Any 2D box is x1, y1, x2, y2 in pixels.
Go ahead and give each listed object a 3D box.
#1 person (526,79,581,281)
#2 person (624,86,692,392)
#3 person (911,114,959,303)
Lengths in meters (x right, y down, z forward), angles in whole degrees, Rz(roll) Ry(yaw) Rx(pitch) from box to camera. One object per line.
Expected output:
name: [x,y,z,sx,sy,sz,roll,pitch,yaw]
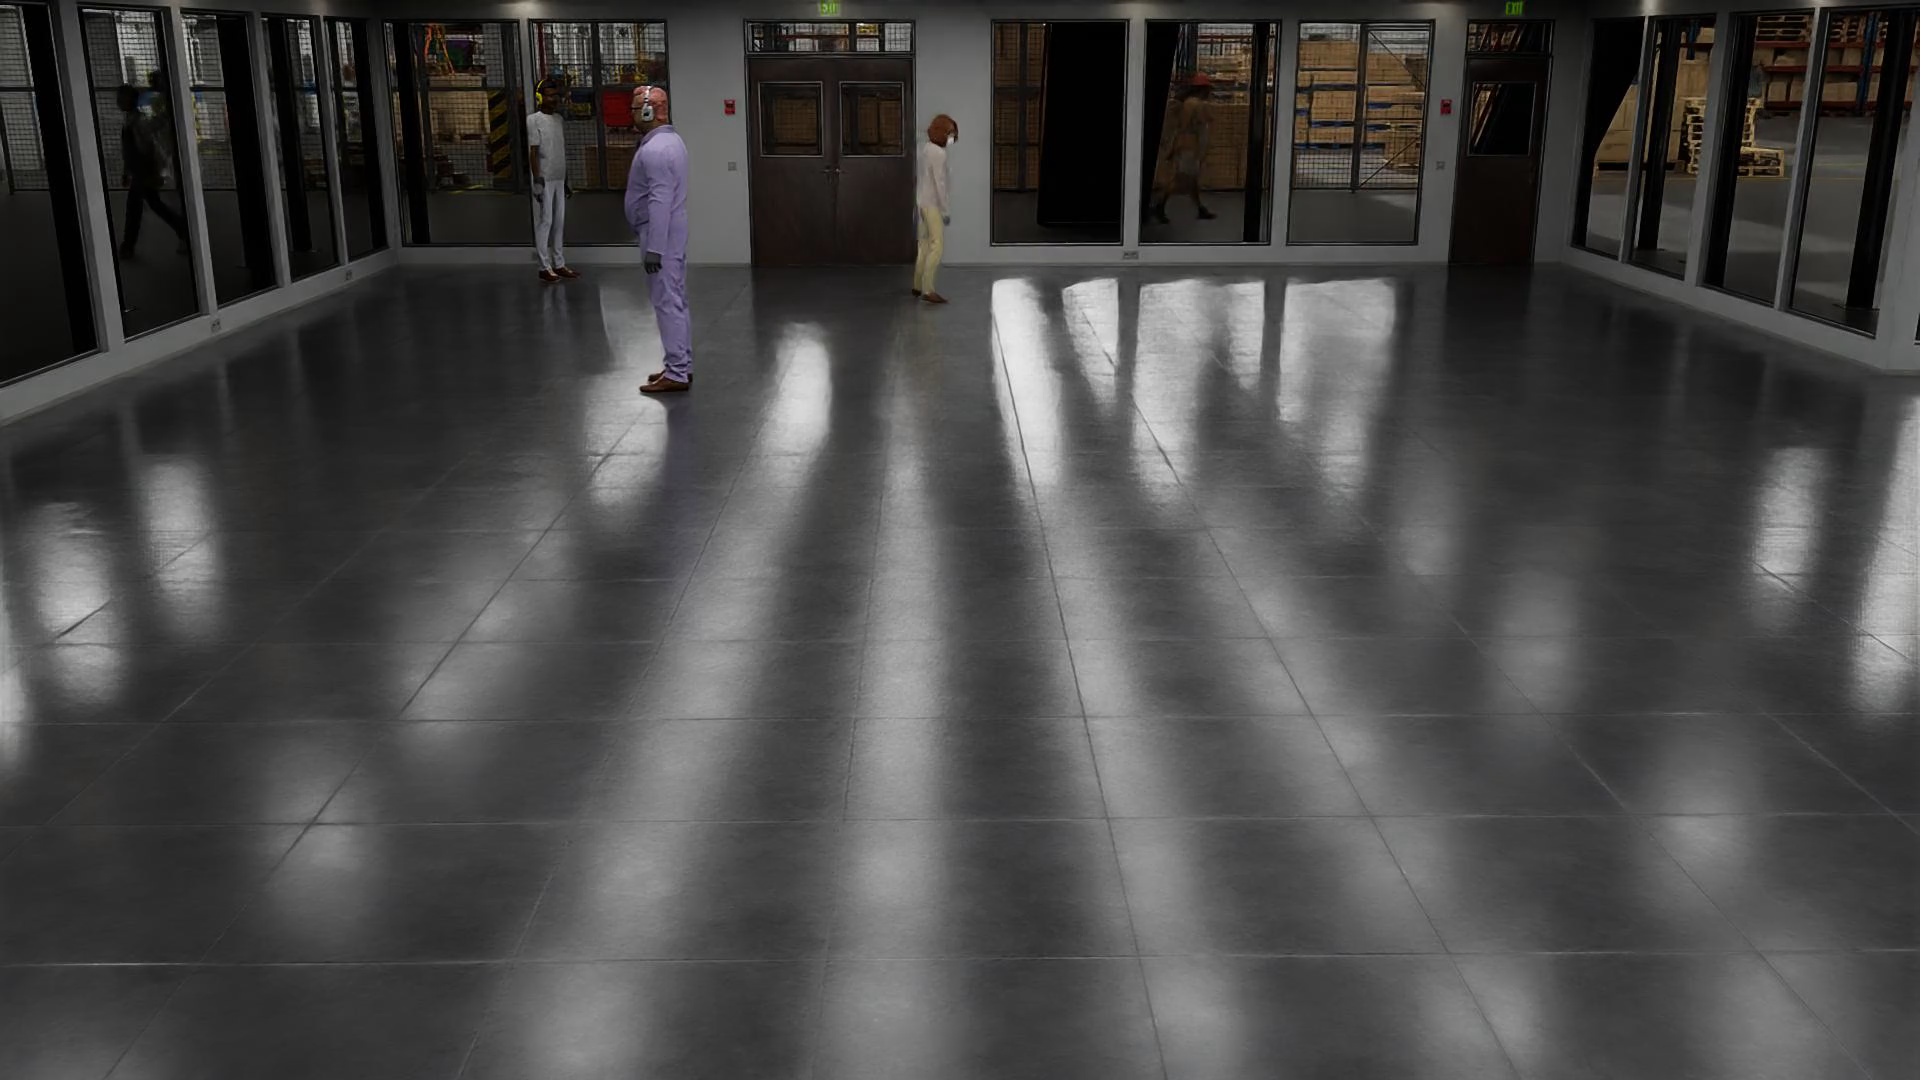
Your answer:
person: [-3.853,-3.397,15.733,0.313,1.869,0.538,7,18,22]
person: [-1.917,-1.896,10.556,0.400,1.907,0.644,0,16,1]
person: [-0.225,-2.859,14.375,0.412,1.600,0.636,-2,17,-8]
